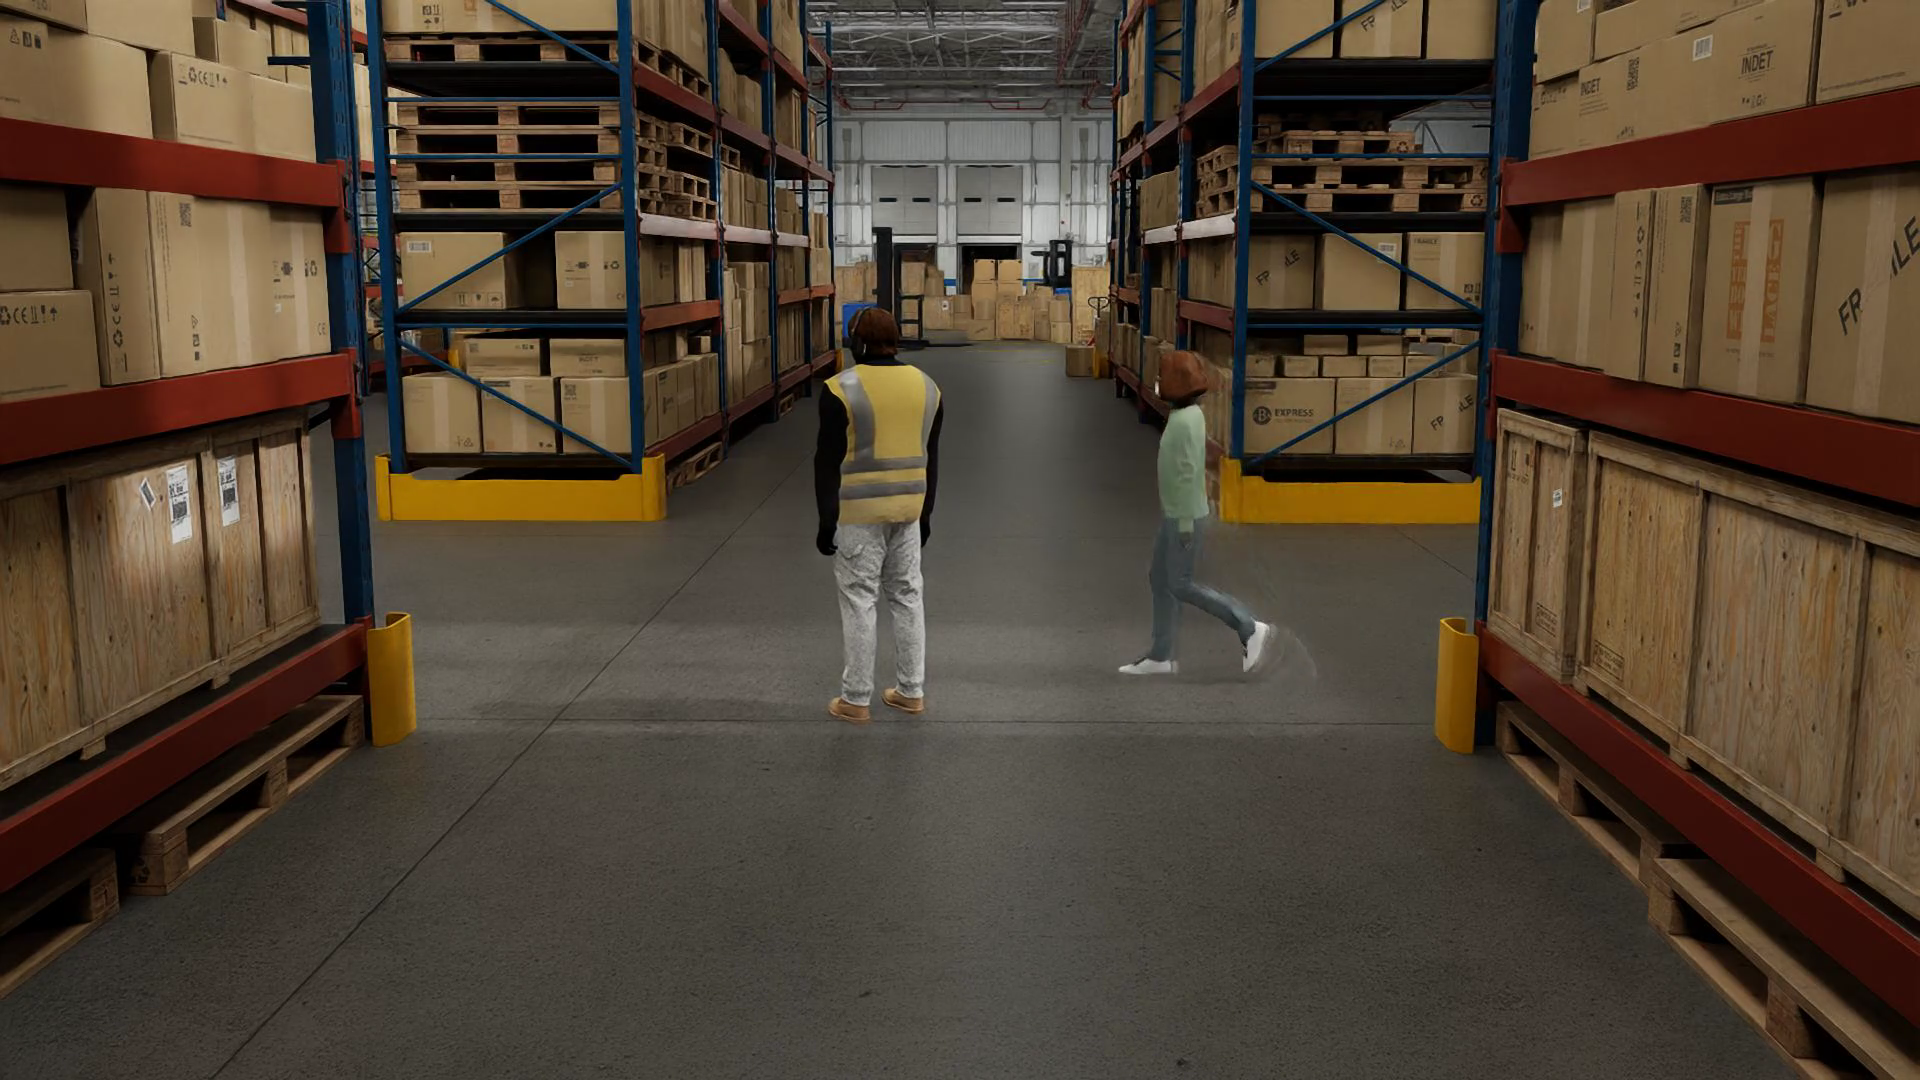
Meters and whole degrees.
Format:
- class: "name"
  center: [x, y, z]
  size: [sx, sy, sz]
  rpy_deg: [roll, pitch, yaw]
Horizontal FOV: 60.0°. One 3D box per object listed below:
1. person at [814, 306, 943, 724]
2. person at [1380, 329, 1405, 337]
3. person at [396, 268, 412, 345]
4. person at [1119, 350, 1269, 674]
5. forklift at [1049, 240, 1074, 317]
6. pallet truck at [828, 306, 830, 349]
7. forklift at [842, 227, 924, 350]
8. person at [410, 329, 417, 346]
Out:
- class: "person"
  center: [-0.373, -0.108, 7.360]
  size: [0.619, 1.836, 0.431]
  rpy_deg: [-7, 12, -38]
- class: "person"
  center: [7.026, -3.366, 27.288]
  size: [0.545, 1.682, 0.548]
  rpy_deg: [2, 10, 10]
- class: "person"
  center: [-11.666, -4.695, 34.547]
  size: [0.400, 1.925, 0.635]
  rpy_deg: [8, 12, 38]
- class: "person"
  center: [1.139, -0.114, 8.049]
  size: [0.645, 1.612, 0.504]
  rpy_deg: [0, 9, 3]
- class: "forklift"
  center: [3.659, -9.425, 60.017]
  size: [1.129, 2.768, 1.873]
  rpy_deg: [-9, 13, -43]
- class: "pallet truck"
  center: [-3.100, -3.940, 29.800]
  size: [1.885, 1.965, 0.823]
  rpy_deg: [3, 10, 19]
- class: "forklift"
  center: [-1.761, -5.802, 38.315]
  size: [1.873, 2.768, 1.129]
  rpy_deg: [0, 9, 1]
- class: "person"
  center: [-12.201, -4.925, 36.911]
  size: [0.521, 1.595, 0.867]
  rpy_deg: [-5, 11, -27]
